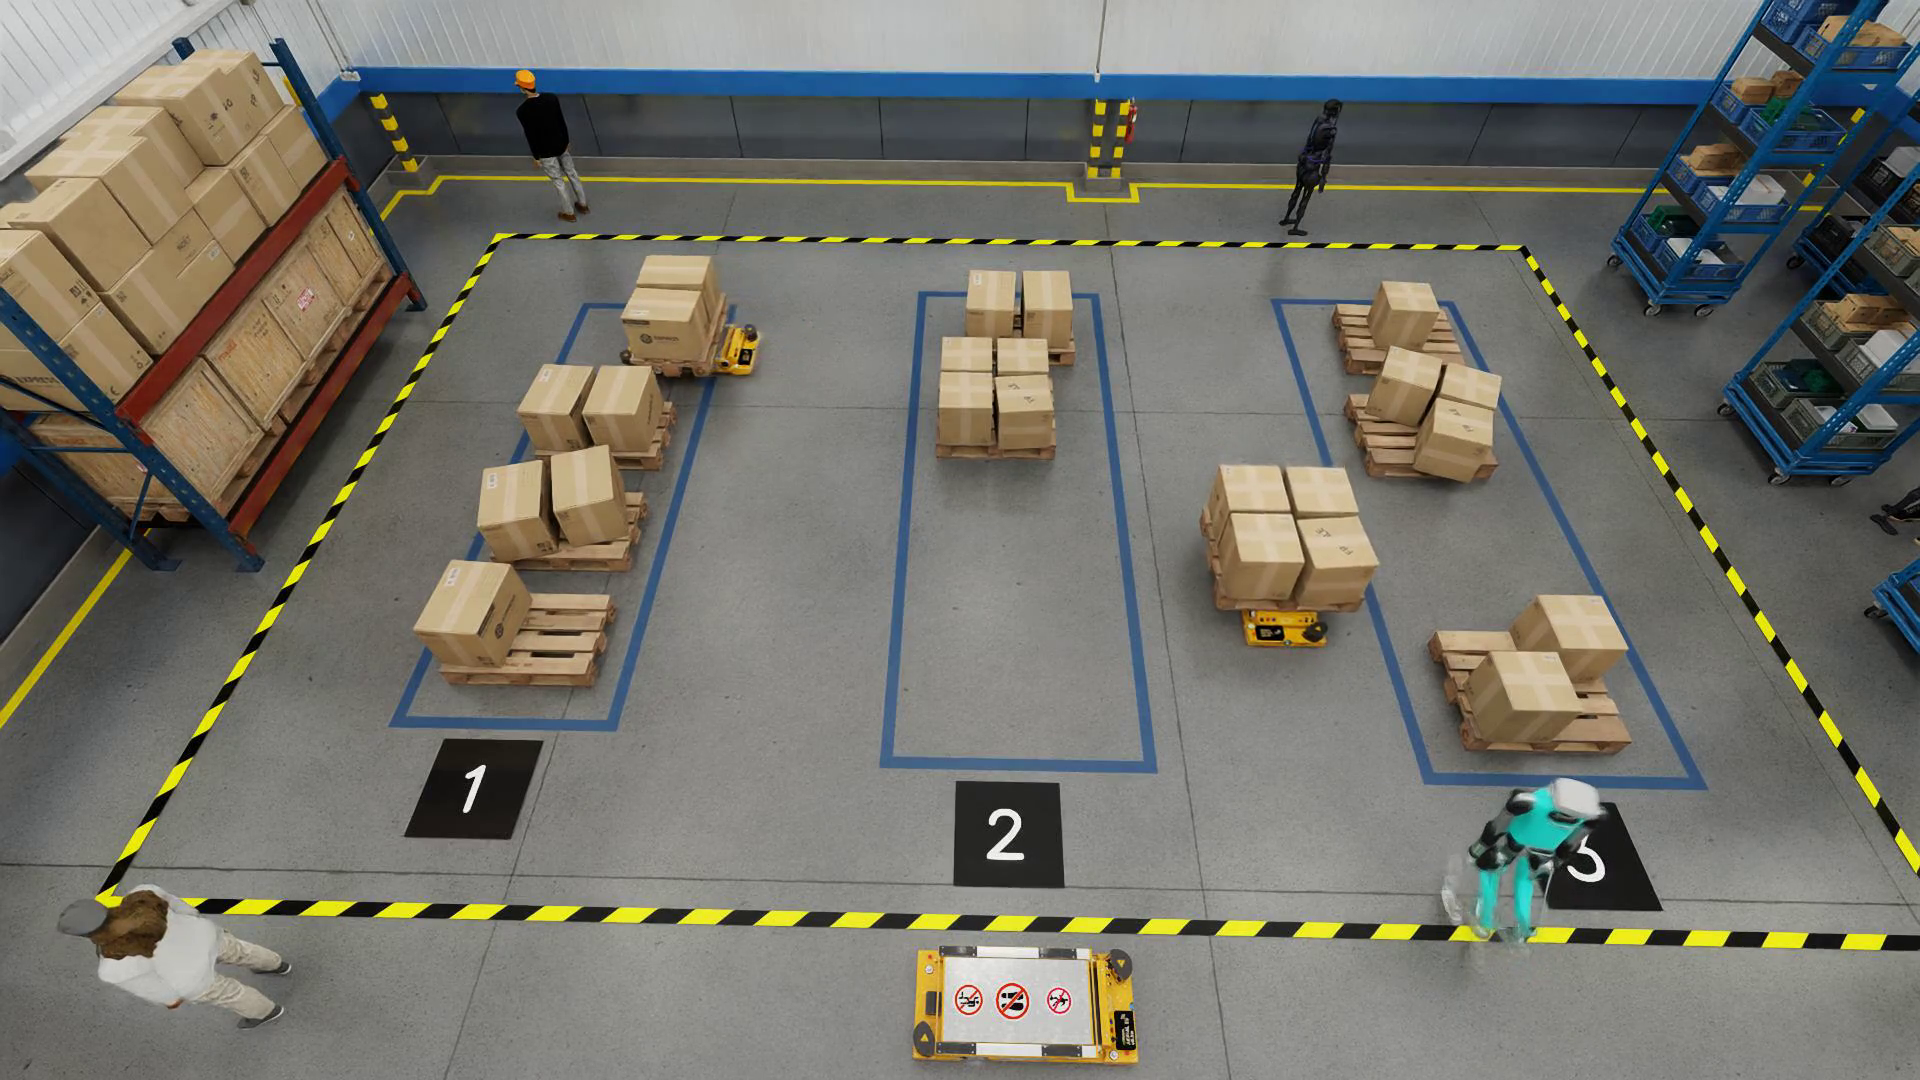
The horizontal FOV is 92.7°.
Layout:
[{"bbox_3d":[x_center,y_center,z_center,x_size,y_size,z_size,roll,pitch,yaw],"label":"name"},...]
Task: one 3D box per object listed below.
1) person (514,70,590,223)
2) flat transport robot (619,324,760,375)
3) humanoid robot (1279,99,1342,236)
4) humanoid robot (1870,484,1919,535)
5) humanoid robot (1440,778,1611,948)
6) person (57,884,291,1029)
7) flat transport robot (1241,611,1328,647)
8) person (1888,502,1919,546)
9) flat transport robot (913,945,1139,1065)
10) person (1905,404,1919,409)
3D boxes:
[{"bbox_3d":[-5.098,-4.889,11.430,0.367,1.884,0.586,27,56,20],"label":"person"},{"bbox_3d":[-3.003,-2.140,10.212,1.431,0.197,0.652,1,51,1],"label":"flat transport robot"},{"bbox_3d":[4.353,-4.613,11.330,0.315,1.655,0.599,-7,51,-6],"label":"humanoid robot"},{"bbox_3d":[8.957,-0.711,8.147,0.599,1.657,0.315,-24,55,-18],"label":"humanoid robot"},{"bbox_3d":[3.496,2.137,5.709,0.533,1.677,0.735,9,51,7],"label":"humanoid robot"},{"bbox_3d":[-4.628,2.496,5.482,0.395,1.767,0.574,-10,52,-8],"label":"person"},{"bbox_3d":[2.802,0.302,8.221,0.652,0.197,1.431,1,51,1],"label":"flat transport robot"},{"bbox_3d":[9.110,-0.702,7.964,0.367,1.965,0.606,-6,51,-5],"label":"person"},{"bbox_3d":[0.422,3.041,6.007,1.431,0.231,0.659,1,51,1],"label":"flat transport robot"},{"bbox_3d":[10.172,-2.170,9.179,0.367,1.936,0.629,-23,54,-18],"label":"person"}]
